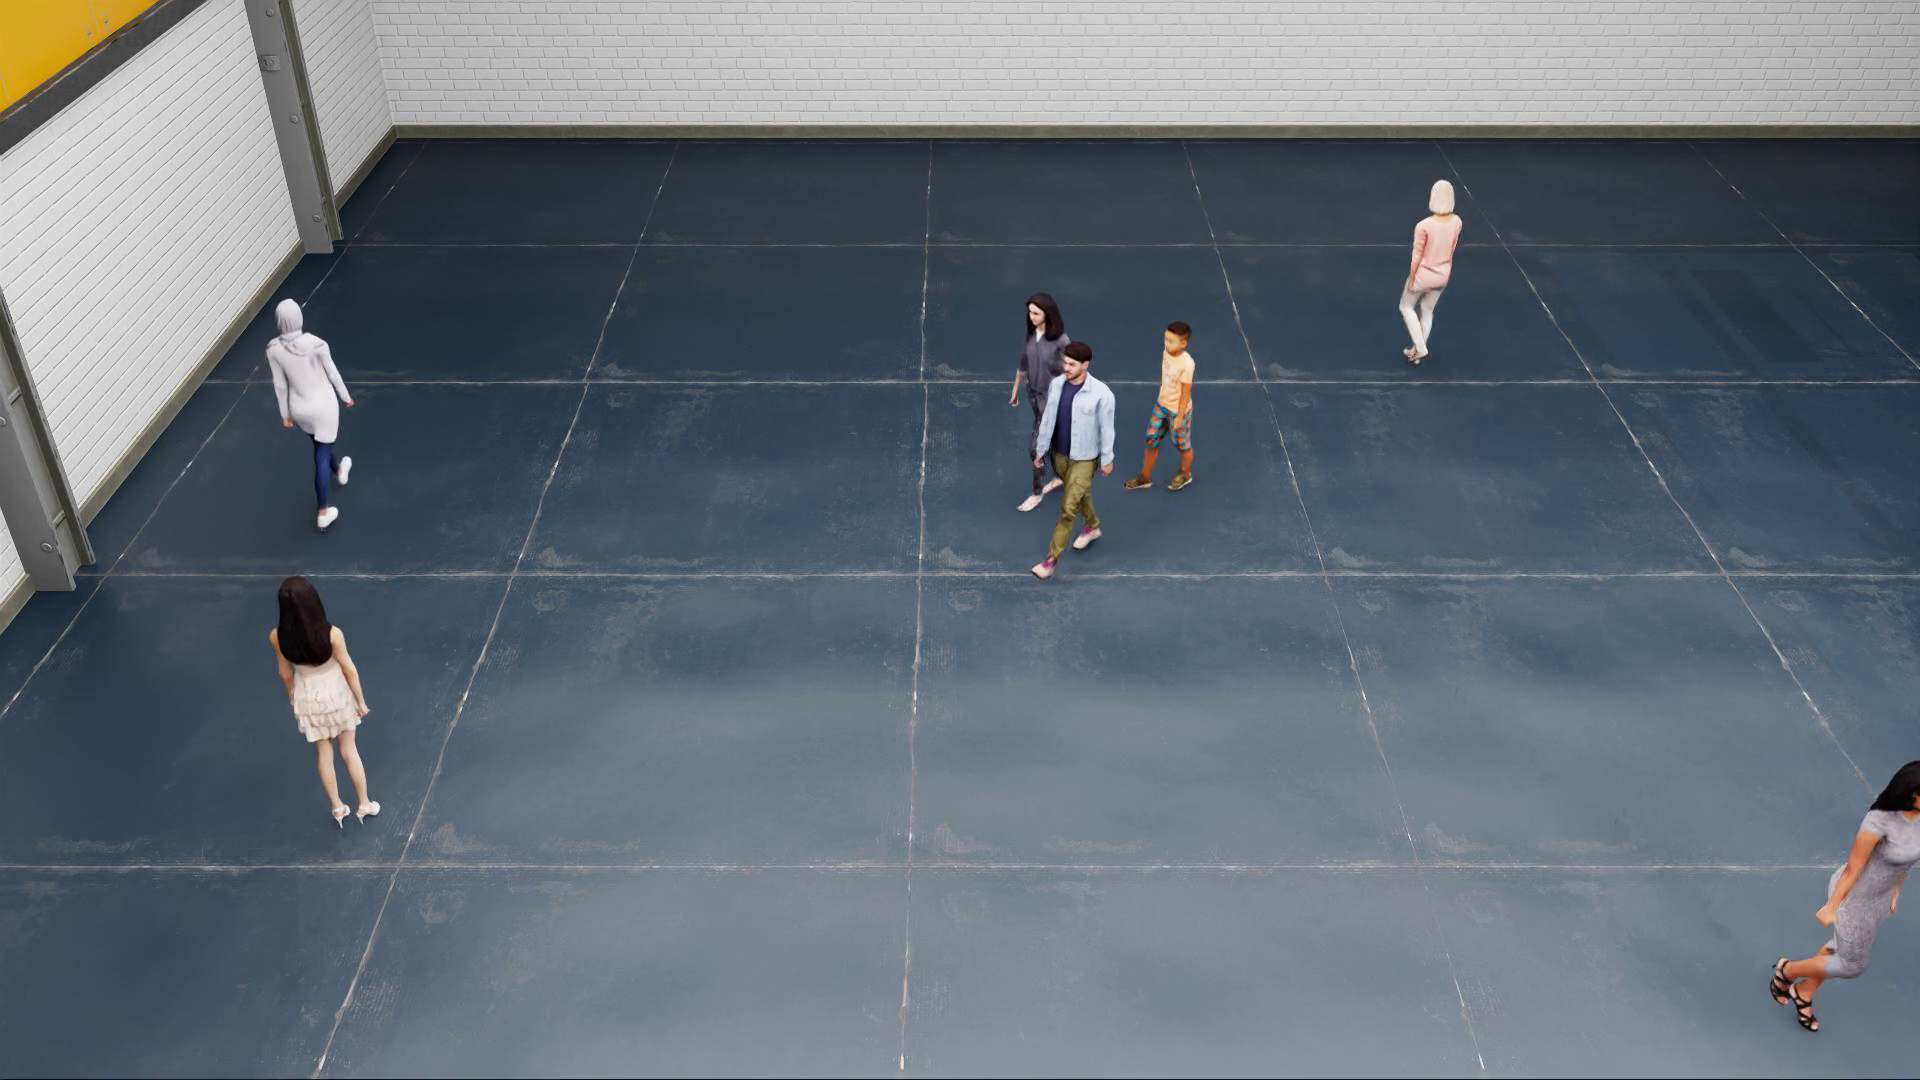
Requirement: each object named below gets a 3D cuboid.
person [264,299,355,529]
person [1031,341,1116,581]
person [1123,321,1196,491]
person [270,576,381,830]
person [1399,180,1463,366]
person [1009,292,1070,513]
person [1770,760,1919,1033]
[{"bbox_3d":[-4.861,-0.912,12.466,0.652,1.728,1.121,2,34,3],"label":"person"},{"bbox_3d":[0.885,-0.626,12.003,1.153,1.765,1.249,26,41,33],"label":"person"},{"bbox_3d":[1.725,-1.044,12.922,0.854,1.443,0.849,-21,39,-29],"label":"person"},{"bbox_3d":[-3.689,0.958,9.646,0.594,1.736,0.541,-3,34,-4],"label":"person"},{"bbox_3d":[4.144,-2.281,14.538,0.693,1.715,0.773,-9,35,-14],"label":"person"},{"bbox_3d":[0.731,-1.119,12.769,0.954,1.737,0.905,-25,41,-33],"label":"person"},{"bbox_3d":[4.470,1.762,8.412,0.763,1.762,0.814,-13,36,-18],"label":"person"}]
